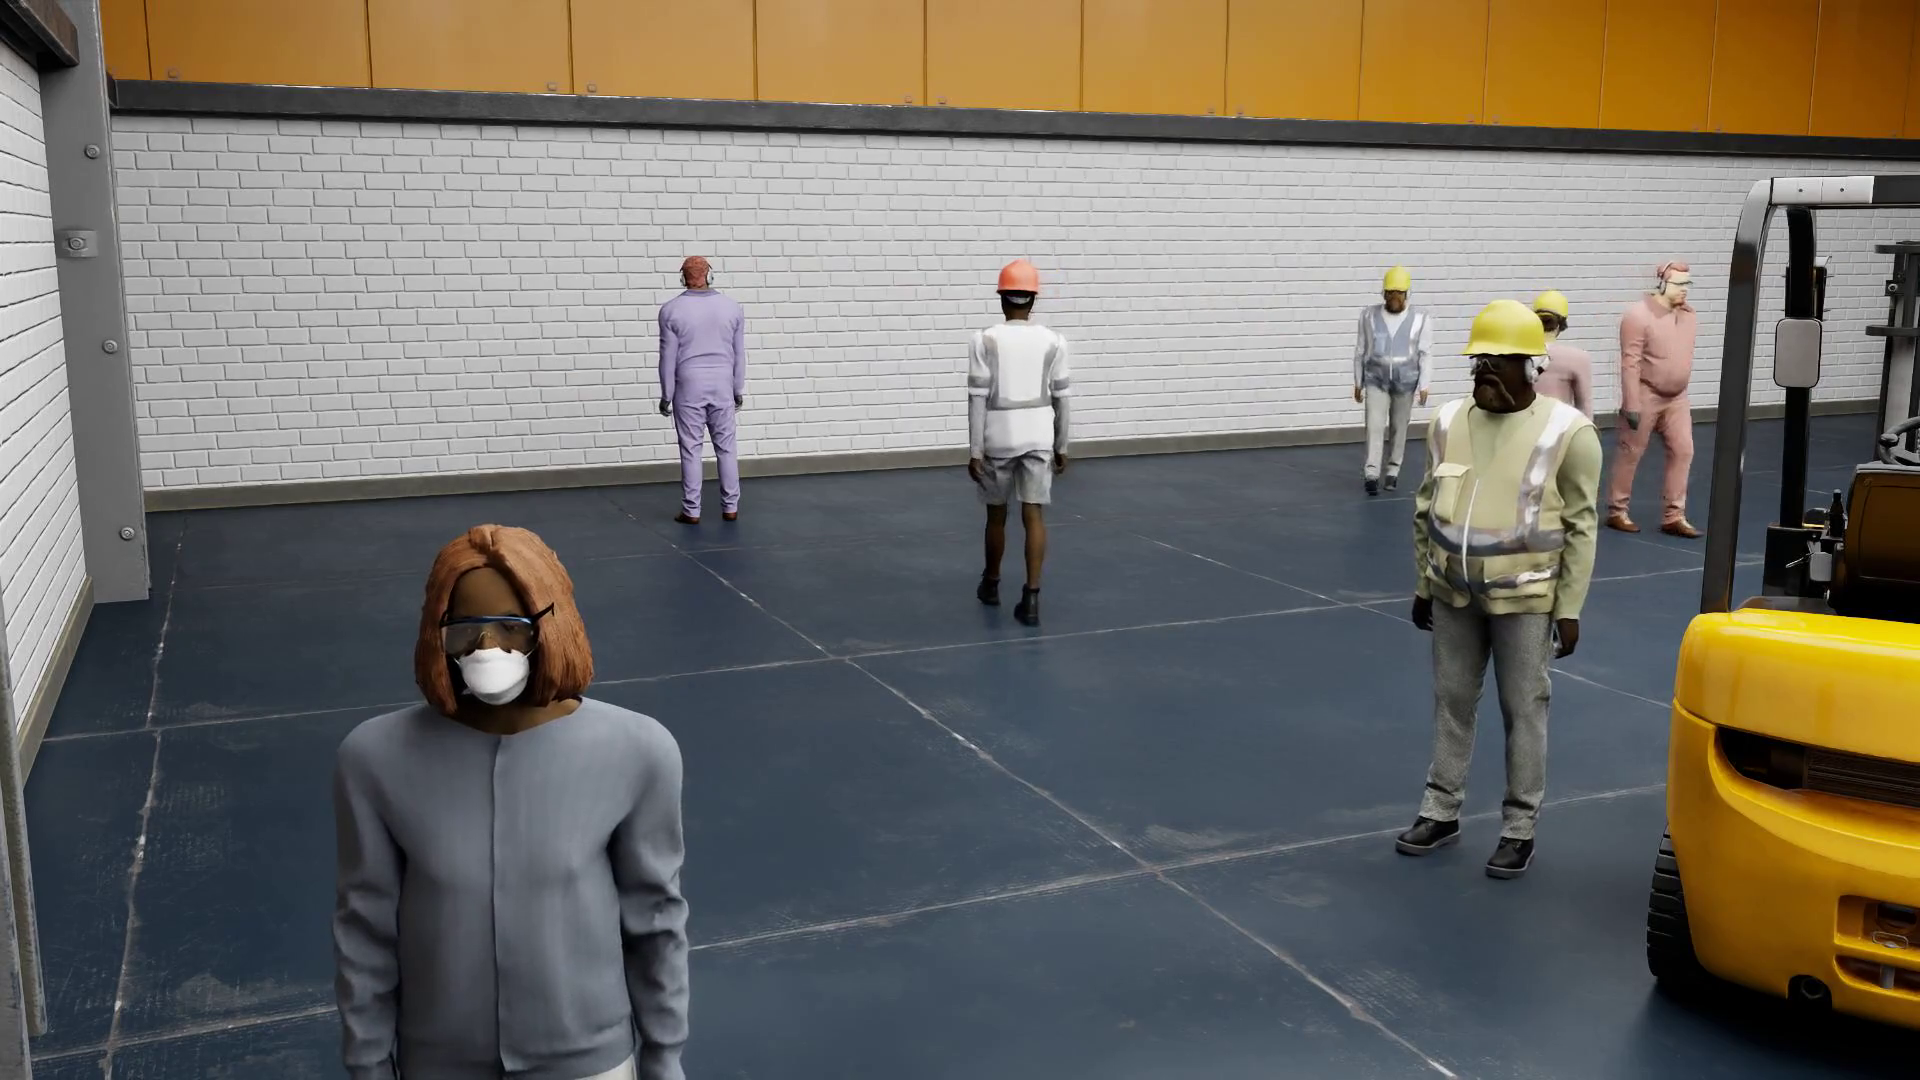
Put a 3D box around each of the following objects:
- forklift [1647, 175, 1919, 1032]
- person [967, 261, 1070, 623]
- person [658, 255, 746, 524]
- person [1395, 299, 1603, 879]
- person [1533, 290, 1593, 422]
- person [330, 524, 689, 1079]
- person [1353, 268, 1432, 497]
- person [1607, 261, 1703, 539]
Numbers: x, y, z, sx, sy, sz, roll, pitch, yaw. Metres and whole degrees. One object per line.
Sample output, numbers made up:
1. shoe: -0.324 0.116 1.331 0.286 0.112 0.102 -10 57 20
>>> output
1. forklift: 2.810 0.094 4.662 1.214 2.155 2.313 7 12 34
2. person: 0.302 -0.534 8.934 0.569 1.899 0.819 -2 10 -8
3. person: -1.840 -1.062 11.842 0.636 1.903 0.404 -5 11 -25
4. person: 1.705 0.156 5.310 0.404 1.834 0.592 -10 14 -44
5. person: 3.442 -0.605 9.855 0.538 1.736 0.886 6 12 30
6. person: -0.641 0.780 2.423 0.498 1.634 0.281 -2 10 -10
7. person: 3.394 -1.230 13.081 0.607 1.775 0.943 3 11 15
8. person: 4.762 -0.944 11.282 0.670 1.867 0.809 -4 11 -21
